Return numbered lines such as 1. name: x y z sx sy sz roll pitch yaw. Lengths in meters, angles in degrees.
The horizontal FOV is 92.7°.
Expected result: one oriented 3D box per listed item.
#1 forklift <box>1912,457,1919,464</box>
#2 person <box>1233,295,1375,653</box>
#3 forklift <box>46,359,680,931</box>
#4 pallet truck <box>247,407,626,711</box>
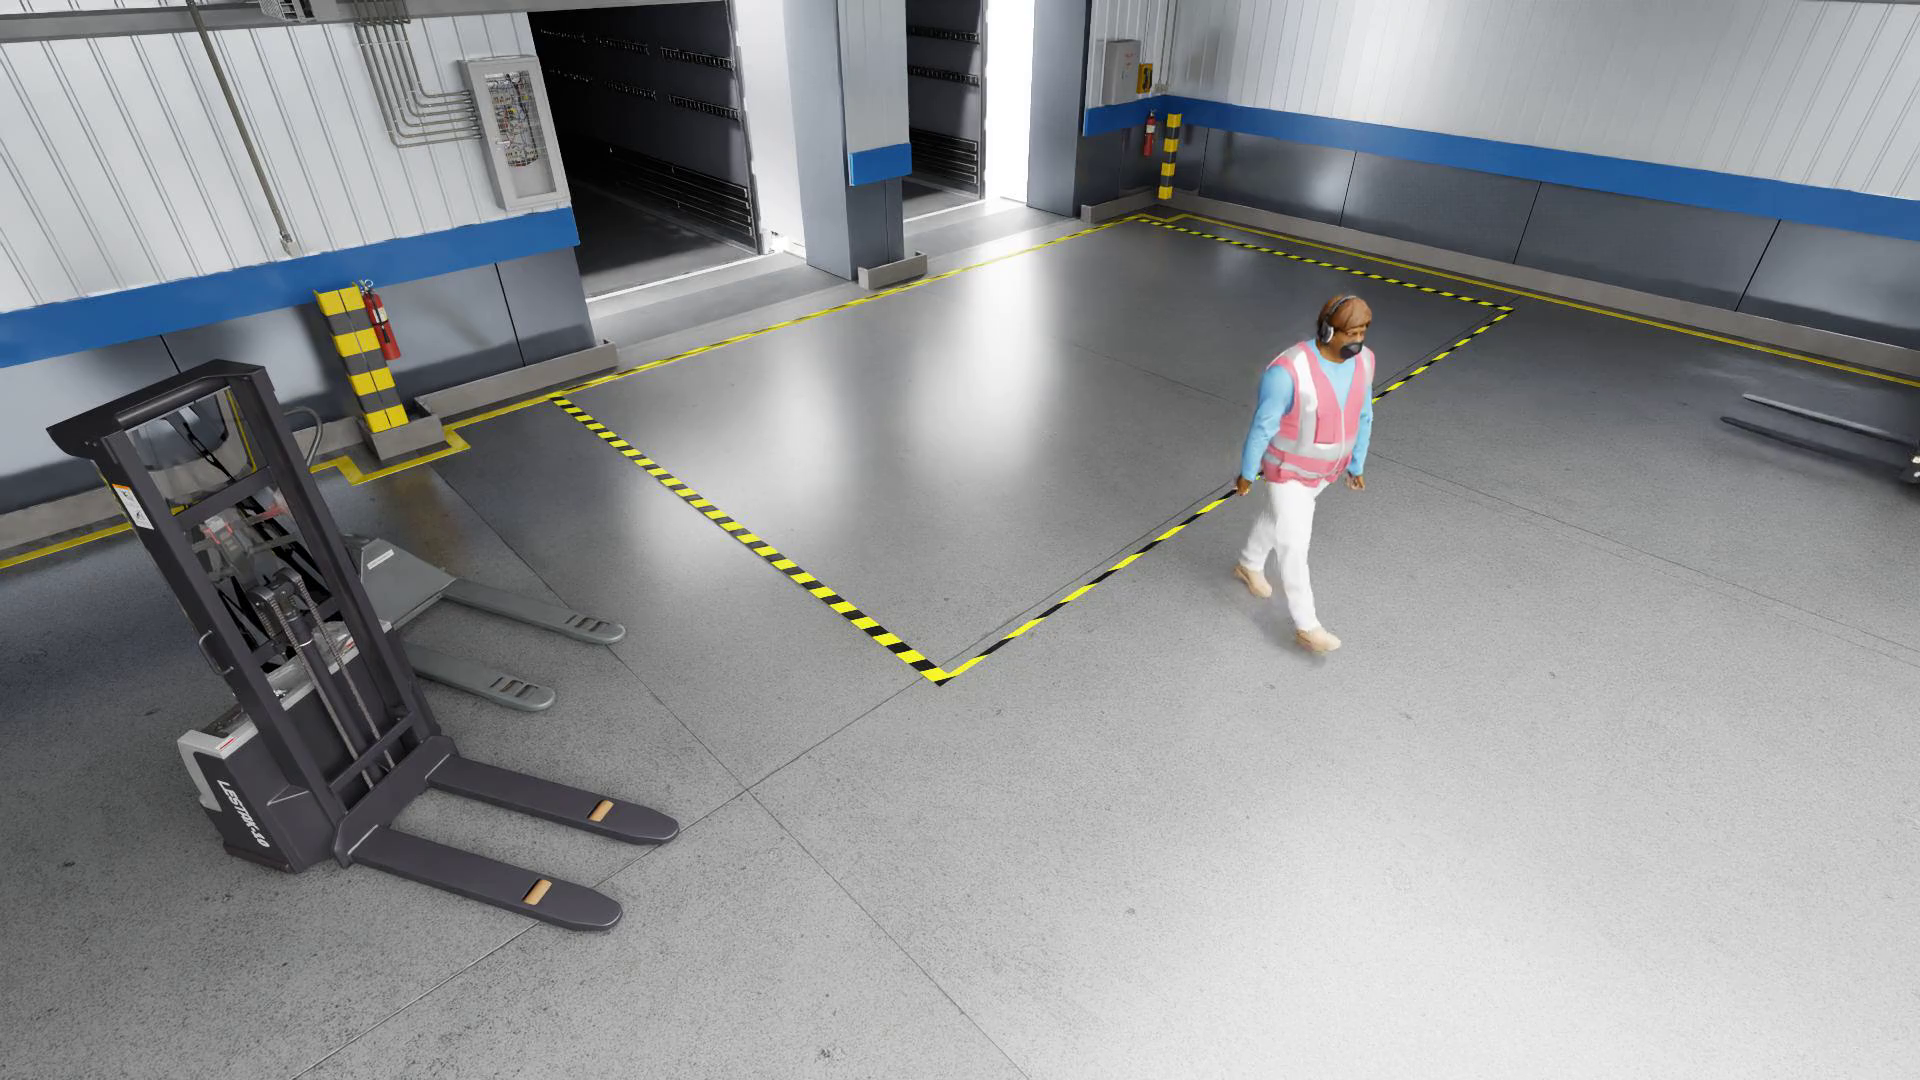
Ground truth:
1. forklift: 7.449 -0.851 4.910 1.157 2.036 2.680 -26 42 -33
2. person: 1.820 -0.317 4.603 0.656 1.805 0.912 -16 37 -22
3. forklift: -2.135 0.422 3.354 1.885 1.965 0.823 10 35 14
4. pallet truck: -2.628 0.038 4.590 1.601 1.201 0.680 12 36 18
